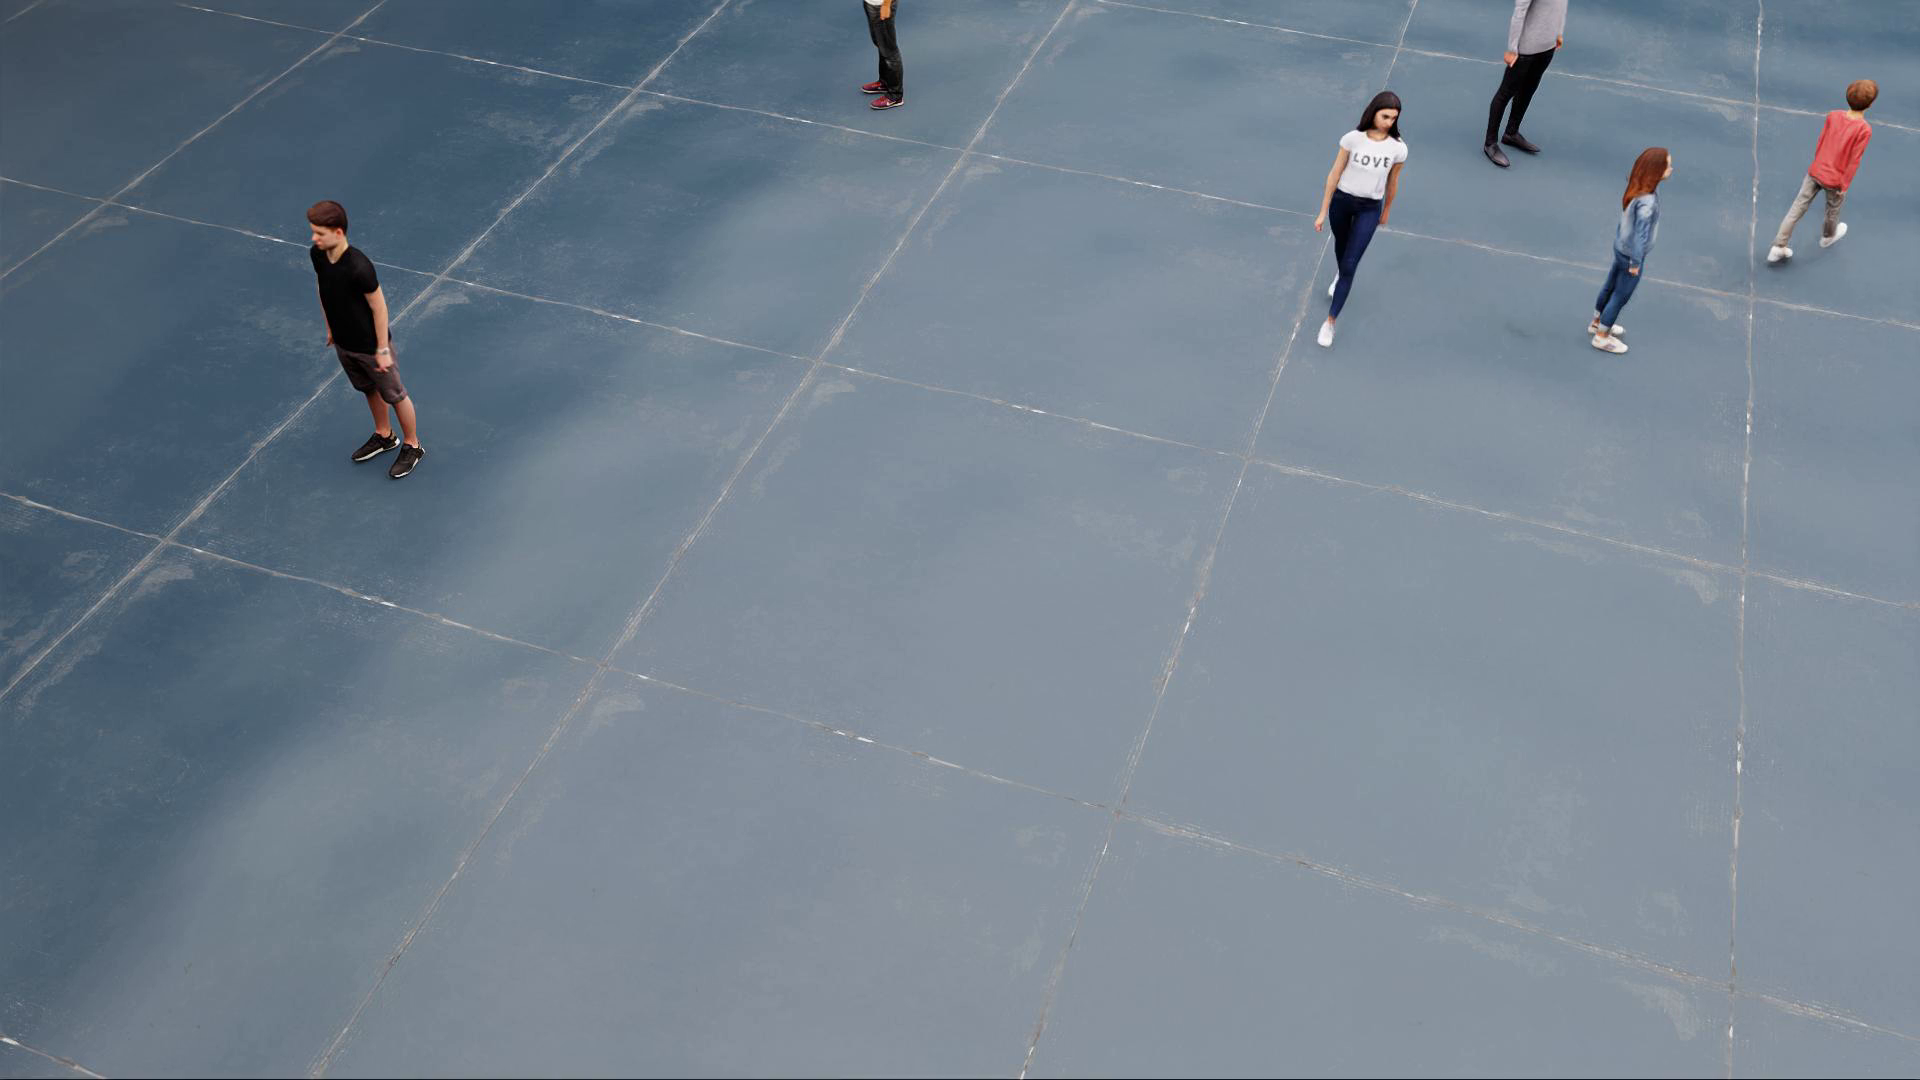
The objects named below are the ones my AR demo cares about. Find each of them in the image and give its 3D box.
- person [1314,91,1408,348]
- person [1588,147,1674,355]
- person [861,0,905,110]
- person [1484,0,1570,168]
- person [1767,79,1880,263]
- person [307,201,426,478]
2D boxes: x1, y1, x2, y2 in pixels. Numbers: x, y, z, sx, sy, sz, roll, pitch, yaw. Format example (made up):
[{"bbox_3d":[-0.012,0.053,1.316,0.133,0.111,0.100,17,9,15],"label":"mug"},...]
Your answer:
[{"bbox_3d":[2.676,-2.251,11.224,1.107,1.716,0.732,17,46,17],"label":"person"},{"bbox_3d":[4.449,-1.952,11.080,0.565,1.476,0.602,7,44,8],"label":"person"},{"bbox_3d":[-0.627,-4.394,13.455,0.734,1.804,0.717,-11,44,-11],"label":"person"},{"bbox_3d":[4.414,-3.862,12.799,0.833,1.922,0.862,-23,48,-23],"label":"person"},{"bbox_3d":[6.132,-2.579,11.822,0.929,1.381,0.944,-24,48,-24],"label":"person"},{"bbox_3d":[-3.594,-1.229,10.023,0.600,1.862,0.791,23,48,23],"label":"person"}]
